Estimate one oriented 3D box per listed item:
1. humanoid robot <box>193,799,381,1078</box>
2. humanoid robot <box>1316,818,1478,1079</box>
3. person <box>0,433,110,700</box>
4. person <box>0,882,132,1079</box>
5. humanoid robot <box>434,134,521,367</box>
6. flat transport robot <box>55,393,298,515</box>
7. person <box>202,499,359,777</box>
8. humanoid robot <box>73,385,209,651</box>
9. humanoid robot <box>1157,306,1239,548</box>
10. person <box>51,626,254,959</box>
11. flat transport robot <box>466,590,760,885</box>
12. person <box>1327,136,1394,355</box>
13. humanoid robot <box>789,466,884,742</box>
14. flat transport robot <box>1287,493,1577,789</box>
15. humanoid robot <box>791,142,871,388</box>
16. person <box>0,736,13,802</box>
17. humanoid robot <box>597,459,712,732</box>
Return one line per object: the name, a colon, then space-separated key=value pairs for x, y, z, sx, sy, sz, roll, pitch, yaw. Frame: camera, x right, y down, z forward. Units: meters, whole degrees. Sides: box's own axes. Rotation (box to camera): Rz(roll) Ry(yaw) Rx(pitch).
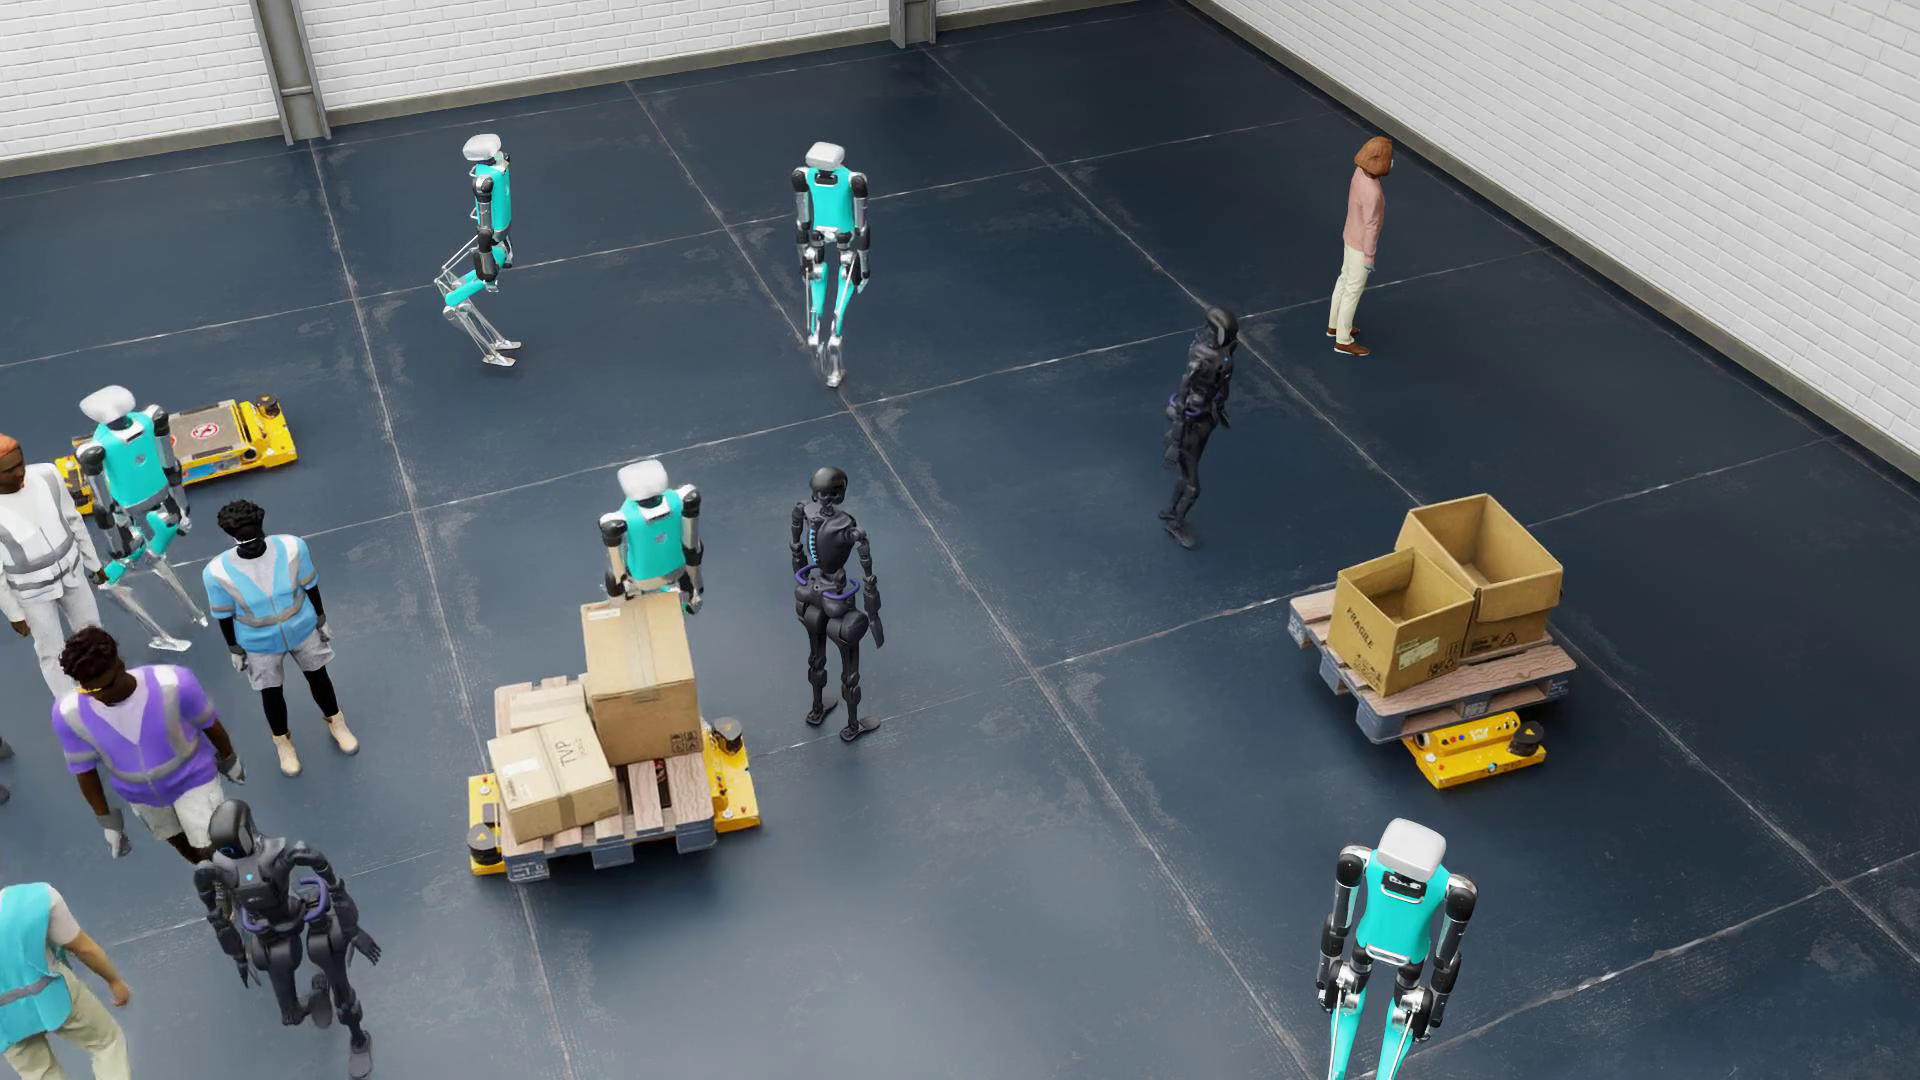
humanoid robot: x=-2.780 y=1.617 z=7.018 sx=0.613 sy=1.643 sz=0.443 roll=-6 pitch=38 yaw=-7
humanoid robot: x=1.602 y=1.890 z=6.499 sx=0.533 sy=1.677 sz=0.735 roll=15 pitch=40 yaw=19
person: x=-4.736 y=0.228 z=8.658 sx=0.351 sy=1.879 sz=0.574 roll=17 pitch=41 yaw=21
person: x=-3.658 y=1.865 z=6.577 sx=0.677 sy=1.825 sz=0.424 roll=-20 pitch=42 yaw=-24
humanoid robot: x=-3.408 y=-2.010 z=11.575 sx=0.735 sy=1.677 sz=0.533 roll=2 pitch=38 yaw=2
flat transport robot: x=-5.203 y=-0.574 z=11.020 sx=1.431 sy=0.231 sz=0.659 roll=-18 pitch=41 yaw=-22
person: x=-3.472 y=0.485 z=8.475 sx=0.533 sy=1.691 sz=0.317 roll=-23 pitch=43 yaw=-27
humanoid robot: x=-4.595 y=-0.111 z=9.208 sx=0.690 sy=1.773 sz=0.531 roll=19 pitch=41 yaw=23
humanoid robot: x=1.428 y=-0.715 z=10.056 sx=0.419 sy=1.638 sz=0.616 roll=26 pitch=44 yaw=29
person: x=-3.556 y=1.134 z=7.430 sx=0.615 sy=1.929 sz=0.718 roll=-9 pitch=38 yaw=-11
flat transport robot: x=-1.795 y=1.311 z=8.568 sx=1.431 sy=0.231 sz=0.659 roll=-9 pitch=38 yaw=-11
person: x=2.876 y=-2.115 z=11.903 sx=0.272 sy=1.632 sz=0.507 roll=-1 pitch=38 yaw=-1
humanoid robot: x=-0.666 y=0.317 z=8.695 sx=0.599 sy=1.655 sz=0.315 roll=26 pitch=44 yaw=29
flat transport robot: x=2.583 y=0.771 z=9.270 sx=0.659 sy=0.231 sz=1.431 roll=-12 pitch=39 yaw=-15
humanoid robot: x=-0.924 y=-1.736 z=11.391 sx=0.540 sy=1.862 sz=0.745 roll=9 pitch=38 yaw=12
person: x=-5.138 y=0.509 z=8.257 sx=0.502 sy=1.929 sz=0.603 roll=-23 pitch=43 yaw=-27
humanoid robot: x=-1.671 y=0.234 z=8.775 sx=0.539 sy=1.782 sz=0.762 roll=-22 pitch=43 yaw=-26
